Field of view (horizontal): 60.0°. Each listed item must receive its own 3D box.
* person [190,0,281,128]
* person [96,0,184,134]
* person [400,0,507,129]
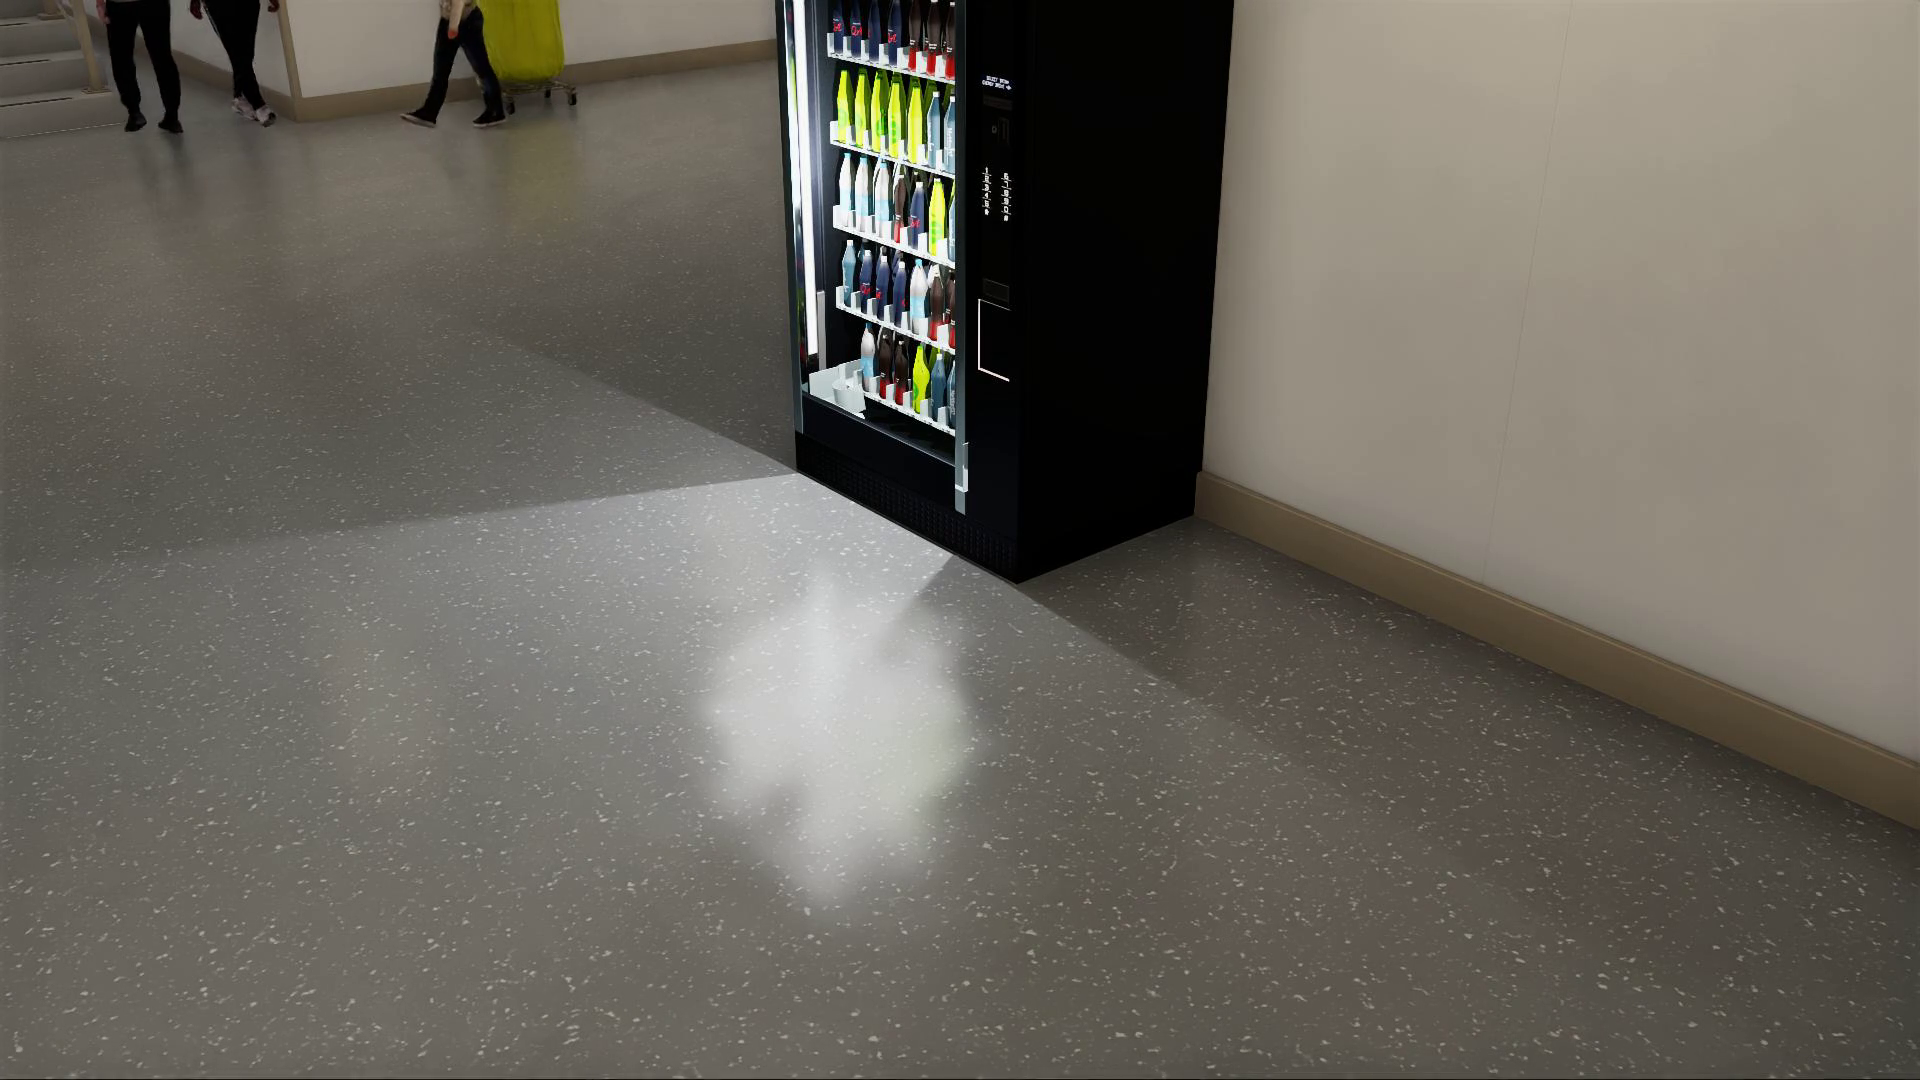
[{"bbox_3d":[-4.914,-3.684,11.134,1.182,1.793,0.765,22,33,37],"label":"person"},{"bbox_3d":[-5.325,-3.507,10.830,0.668,1.739,0.654,-19,32,-35],"label":"person"},{"bbox_3d":[-3.255,-3.456,11.066,0.660,1.442,0.875,-22,33,-38],"label":"person"}]
